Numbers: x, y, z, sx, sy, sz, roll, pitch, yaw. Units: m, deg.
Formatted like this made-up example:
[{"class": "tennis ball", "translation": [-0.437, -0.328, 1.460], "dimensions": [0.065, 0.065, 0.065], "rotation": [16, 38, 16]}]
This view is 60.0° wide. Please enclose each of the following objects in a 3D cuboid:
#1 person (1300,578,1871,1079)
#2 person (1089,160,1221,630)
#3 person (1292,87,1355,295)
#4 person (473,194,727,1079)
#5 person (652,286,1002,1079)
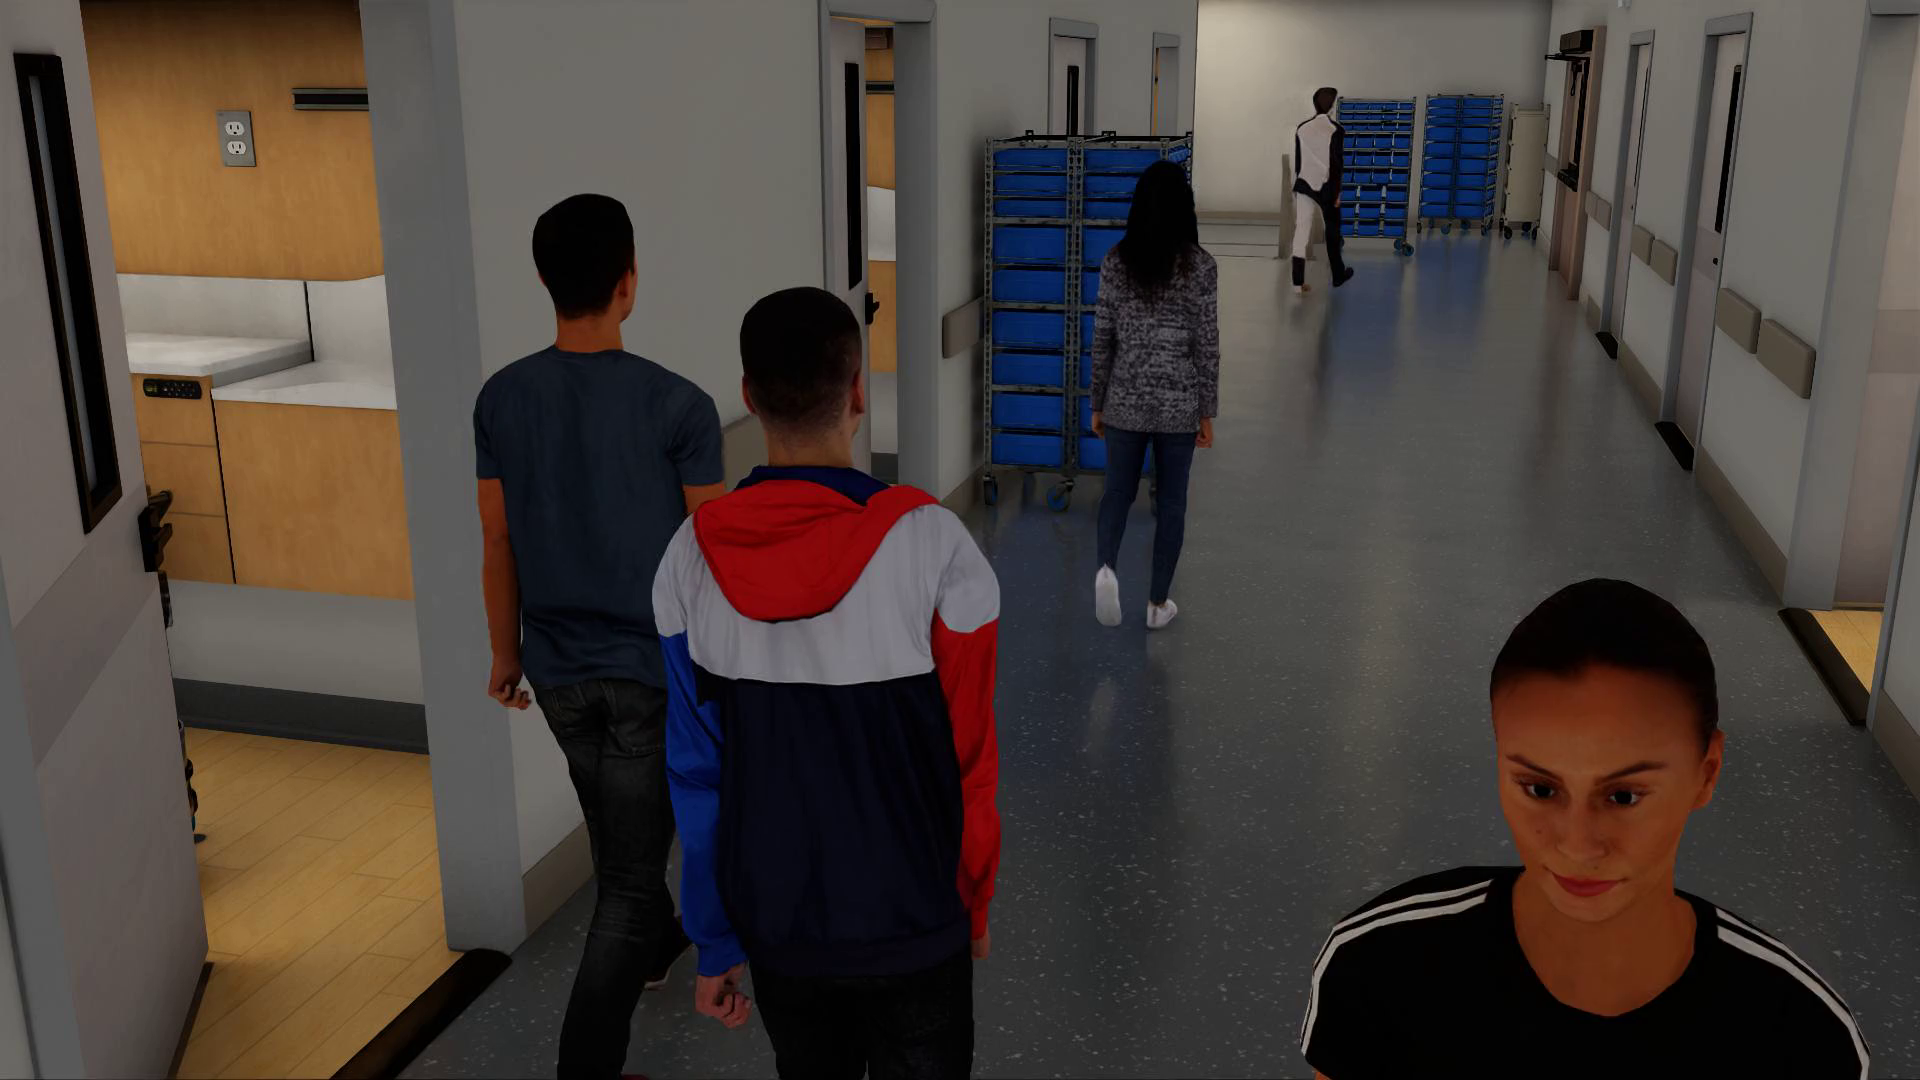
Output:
[{"class": "person", "translation": [0.521, 0.808, 1.551], "dimensions": [0.613, 1.654, 0.587], "rotation": [5, 16, 16]}, {"class": "person", "translation": [0.665, -0.461, 5.939], "dimensions": [0.662, 1.715, 0.920], "rotation": [6, 17, 20]}, {"class": "person", "translation": [3.252, -3.192, 15.370], "dimensions": [1.017, 1.853, 1.233], "rotation": [13, 20, 39]}, {"class": "person", "translation": [-0.692, 0.282, 3.211], "dimensions": [0.648, 1.765, 1.101], "rotation": [4, 16, 15]}, {"class": "person", "translation": [-0.176, 0.550, 2.317], "dimensions": [0.637, 1.735, 1.006], "rotation": [3, 16, 11]}]
